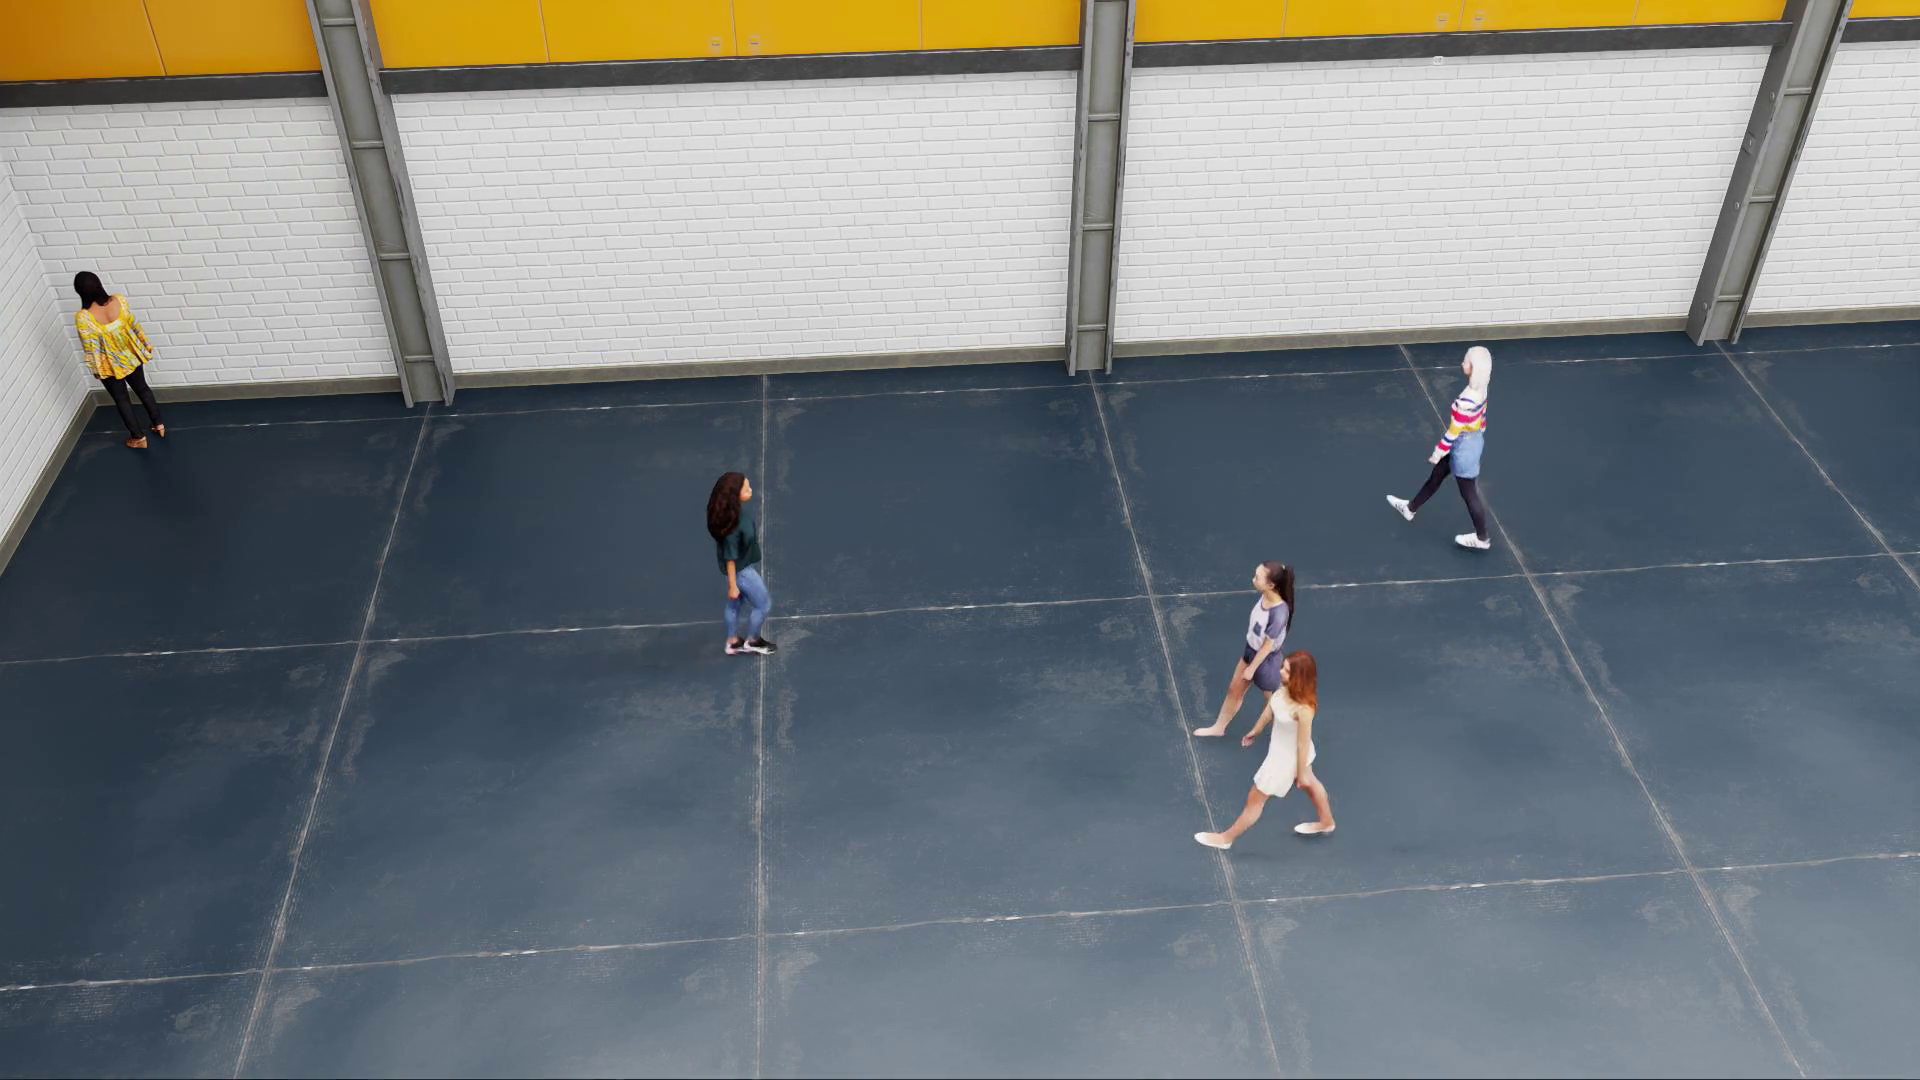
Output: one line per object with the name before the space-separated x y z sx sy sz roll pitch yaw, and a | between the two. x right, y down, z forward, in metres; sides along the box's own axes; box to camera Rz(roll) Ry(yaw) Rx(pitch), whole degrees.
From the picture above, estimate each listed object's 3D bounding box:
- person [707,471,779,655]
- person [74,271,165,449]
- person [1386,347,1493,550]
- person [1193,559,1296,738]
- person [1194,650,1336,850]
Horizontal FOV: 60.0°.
person | -1.666 0.201 11.898 0.640 1.607 0.611 -6 39 -7
person | -7.104 -1.520 14.016 0.927 1.654 0.876 19 42 22
person | 3.990 -0.663 12.863 1.222 1.754 1.046 18 42 22
person | 2.142 0.825 11.118 1.010 1.607 0.602 -2 39 -3
person | 2.153 1.332 10.445 1.181 1.653 0.620 0 39 -1
